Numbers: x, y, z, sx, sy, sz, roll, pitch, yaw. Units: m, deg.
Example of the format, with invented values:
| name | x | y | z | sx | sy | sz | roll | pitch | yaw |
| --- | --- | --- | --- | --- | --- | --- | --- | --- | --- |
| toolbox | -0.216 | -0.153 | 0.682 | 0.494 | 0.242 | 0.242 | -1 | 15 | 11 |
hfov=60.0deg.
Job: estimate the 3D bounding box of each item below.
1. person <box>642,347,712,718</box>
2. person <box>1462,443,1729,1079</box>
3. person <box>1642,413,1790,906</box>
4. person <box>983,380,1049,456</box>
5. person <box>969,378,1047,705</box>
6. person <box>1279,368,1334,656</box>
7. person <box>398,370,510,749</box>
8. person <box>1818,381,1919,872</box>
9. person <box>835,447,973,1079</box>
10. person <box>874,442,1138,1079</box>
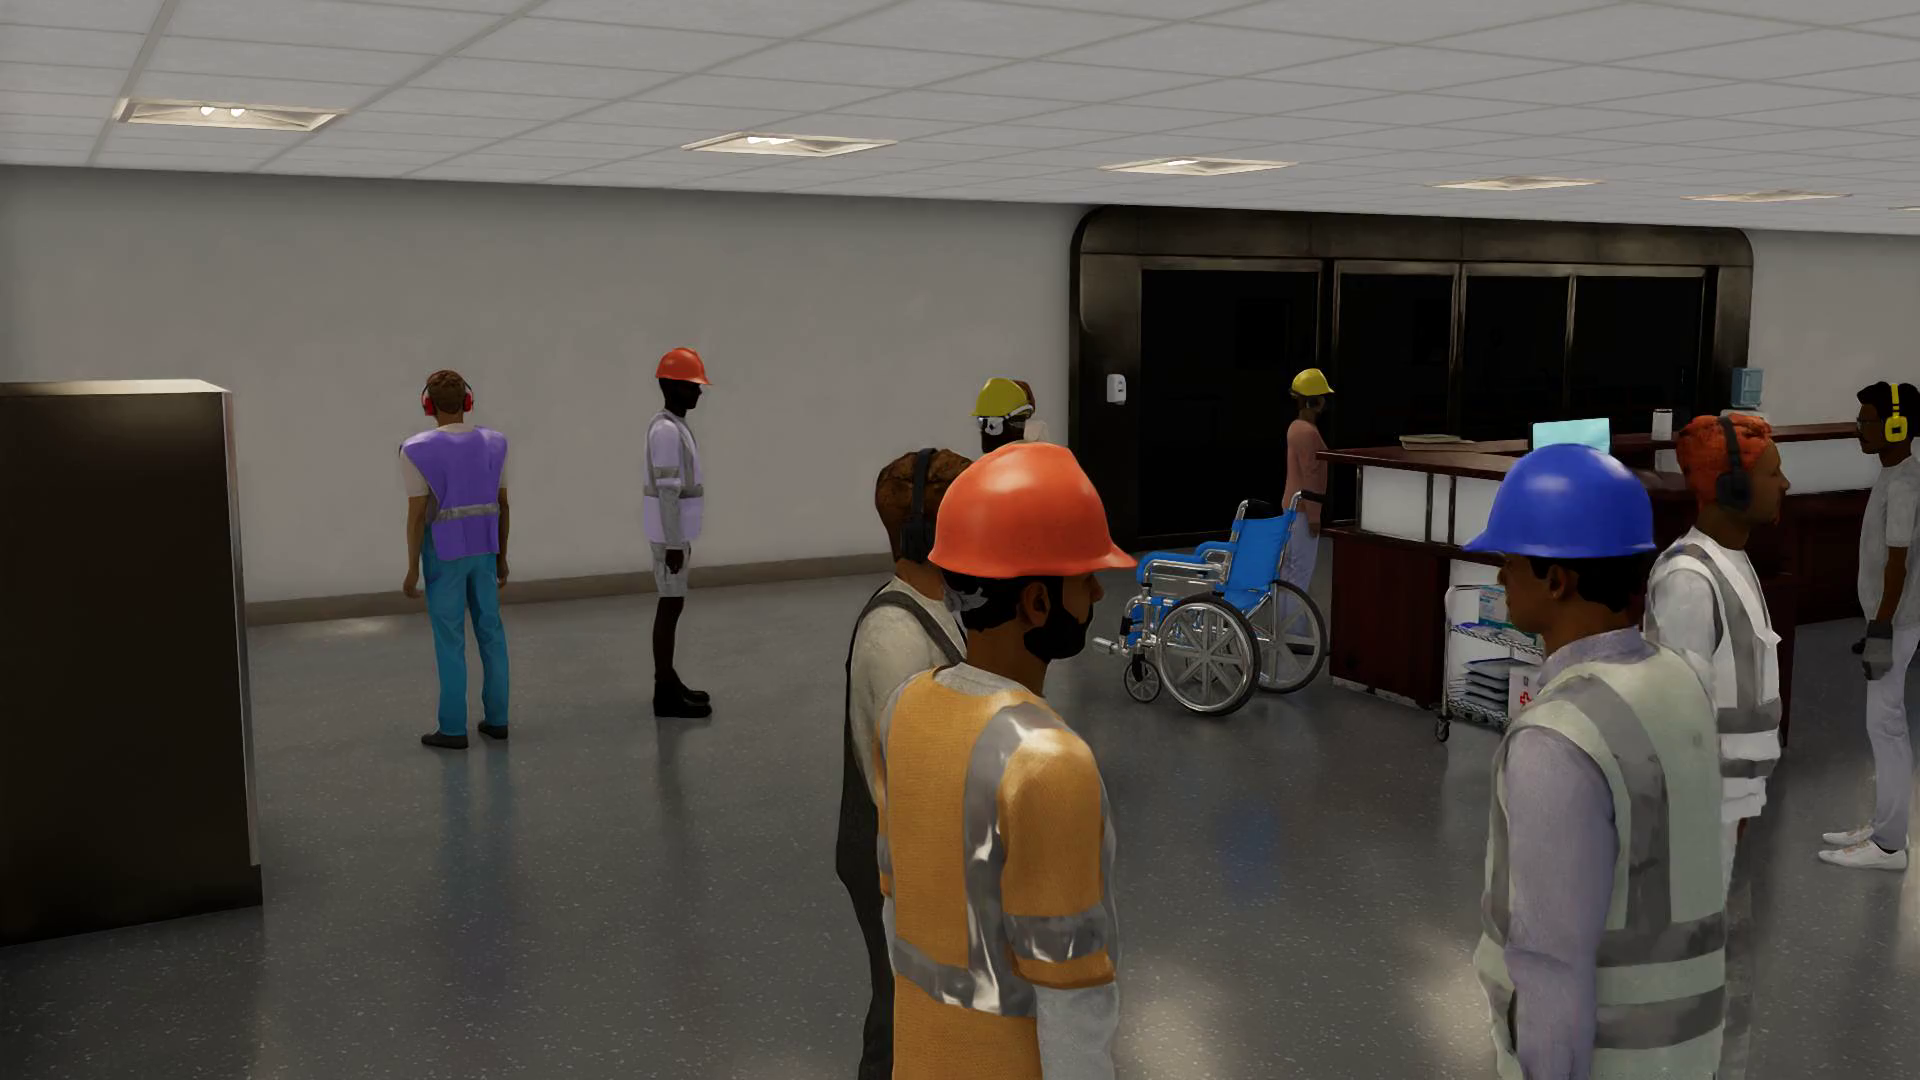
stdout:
| name | x | y | z | sx | sy | sz | roll | pitch | yaw |
| --- | --- | --- | --- | --- | --- | --- | --- | --- | --- |
| person | -1.479 | -0.042 | 8.761 | 0.376 | 1.934 | 0.547 | -1 | 8 | -6 |
| person | 1.096 | 0.811 | 2.625 | 0.722 | 1.924 | 0.624 | 6 | 10 | 39 |
| person | 1.819 | 0.634 | 4.055 | 0.355 | 1.883 | 0.575 | 5 | 9 | 30 |
| person | 0.408 | -0.348 | 12.108 | 0.504 | 1.627 | 0.285 | -2 | 8 | -11 |
| person | 0.215 | 0.175 | 7.603 | 0.403 | 1.824 | 0.596 | 5 | 9 | 32 |
| person | 2.154 | -0.175 | 10.330 | 0.300 | 1.771 | 0.532 | 0 | 8 | 1 |
| person | -2.431 | 0.100 | 8.083 | 0.390 | 1.838 | 0.564 | 7 | 11 | 41 |
| person | 3.535 | 0.329 | 6.356 | 0.326 | 1.862 | 0.508 | 5 | 9 | 30 |
| person | -0.082 | 0.723 | 3.537 | 0.351 | 1.846 | 0.506 | 0 | 8 | 3 |
| person | 0.082 | 0.823 | 2.486 | 0.359 | 1.939 | 0.543 | -4 | 9 | -28 |
